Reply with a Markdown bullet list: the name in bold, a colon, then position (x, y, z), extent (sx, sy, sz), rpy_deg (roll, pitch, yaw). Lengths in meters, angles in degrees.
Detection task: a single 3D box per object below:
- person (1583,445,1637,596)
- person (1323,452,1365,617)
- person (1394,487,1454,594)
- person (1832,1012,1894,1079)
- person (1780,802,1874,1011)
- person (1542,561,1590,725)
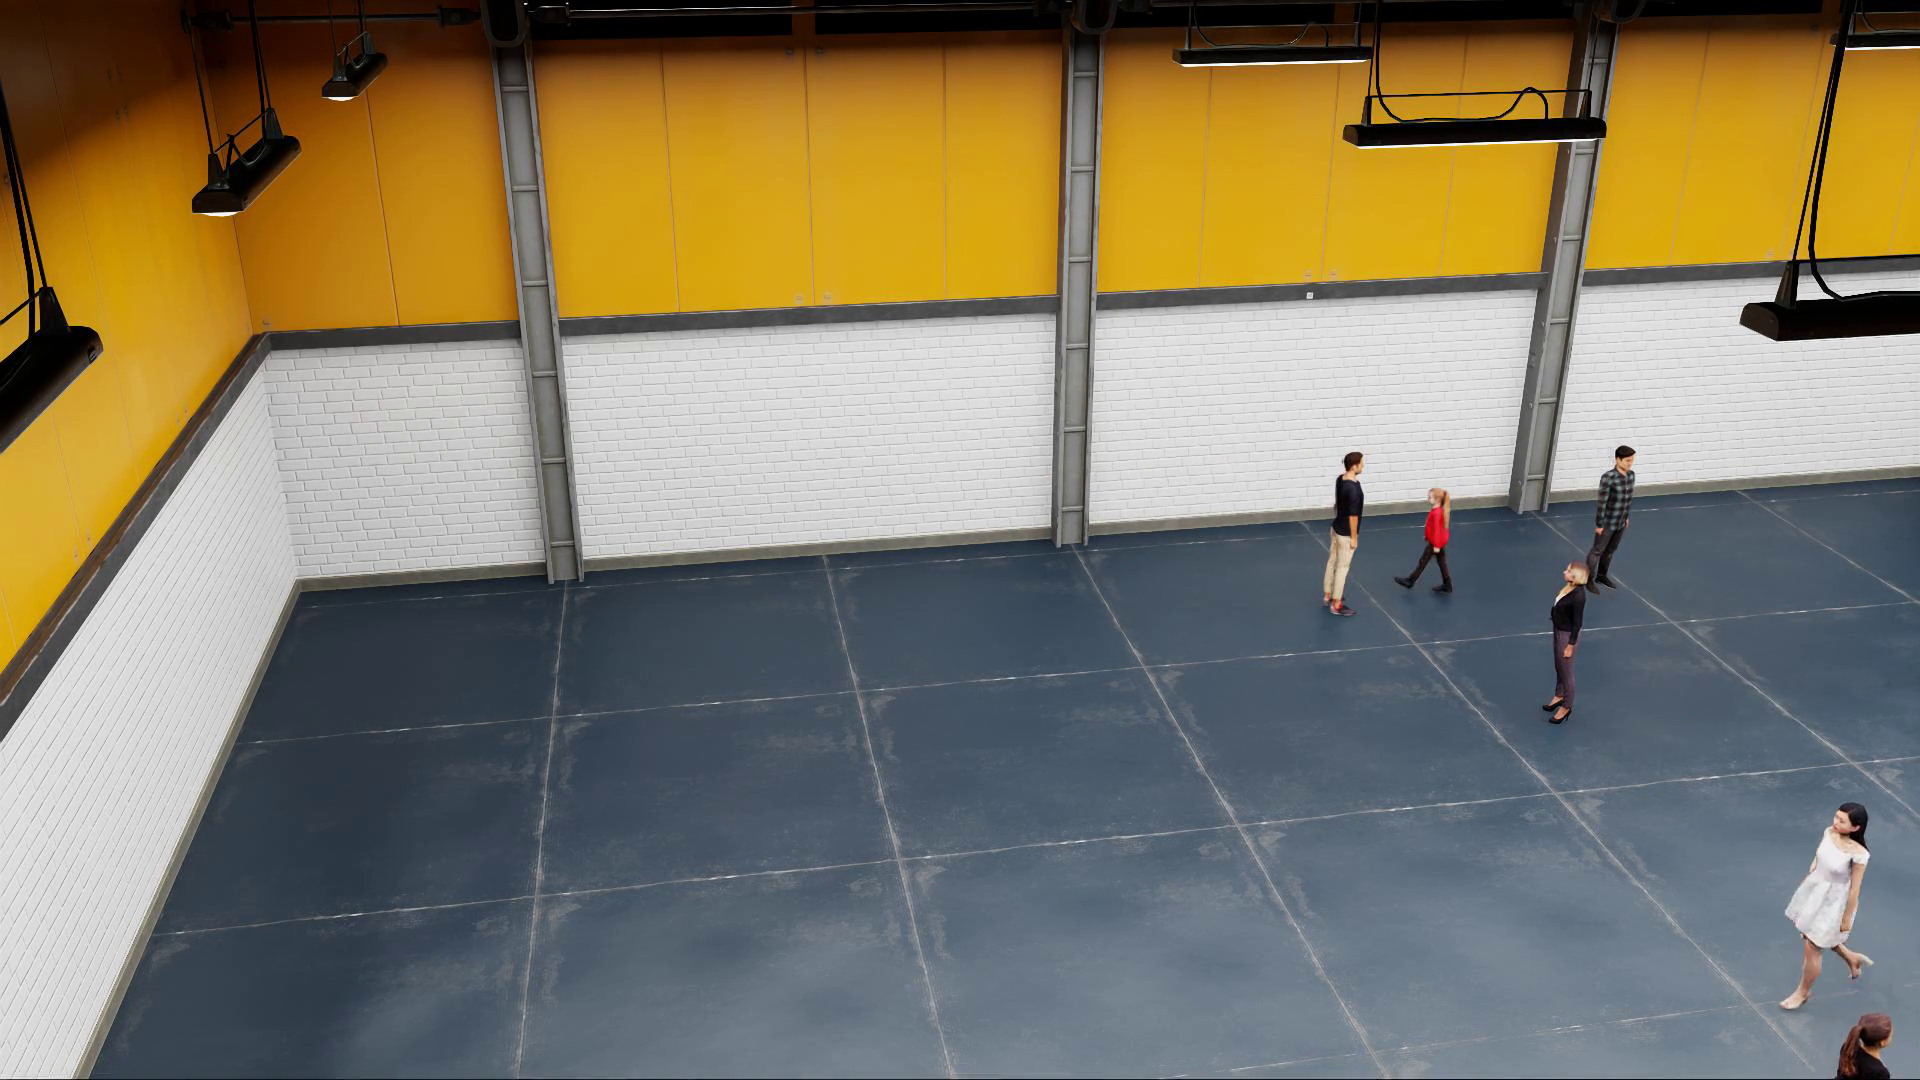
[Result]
- **person**: position (7.187, -0.255, 18.354), extent (0.620, 1.712, 0.781), rpy_deg (-13, 27, -28)
- **person**: position (4.204, -0.096, 18.210), extent (0.510, 1.855, 0.639), rpy_deg (-4, 24, -8)
- **person**: position (5.410, 0.031, 18.669), extent (0.940, 1.253, 0.782), rpy_deg (9, 25, 19)
- **person**: position (5.420, 3.570, 10.244), extent (1.049, 1.517, 0.649), rpy_deg (-8, 25, -17)
- **person**: position (6.362, 2.653, 12.044), extent (0.908, 1.755, 0.628), rpy_deg (-3, 24, -7)
- **person**: position (5.846, 0.972, 15.996), extent (0.636, 1.670, 0.663), rpy_deg (3, 24, 7)
